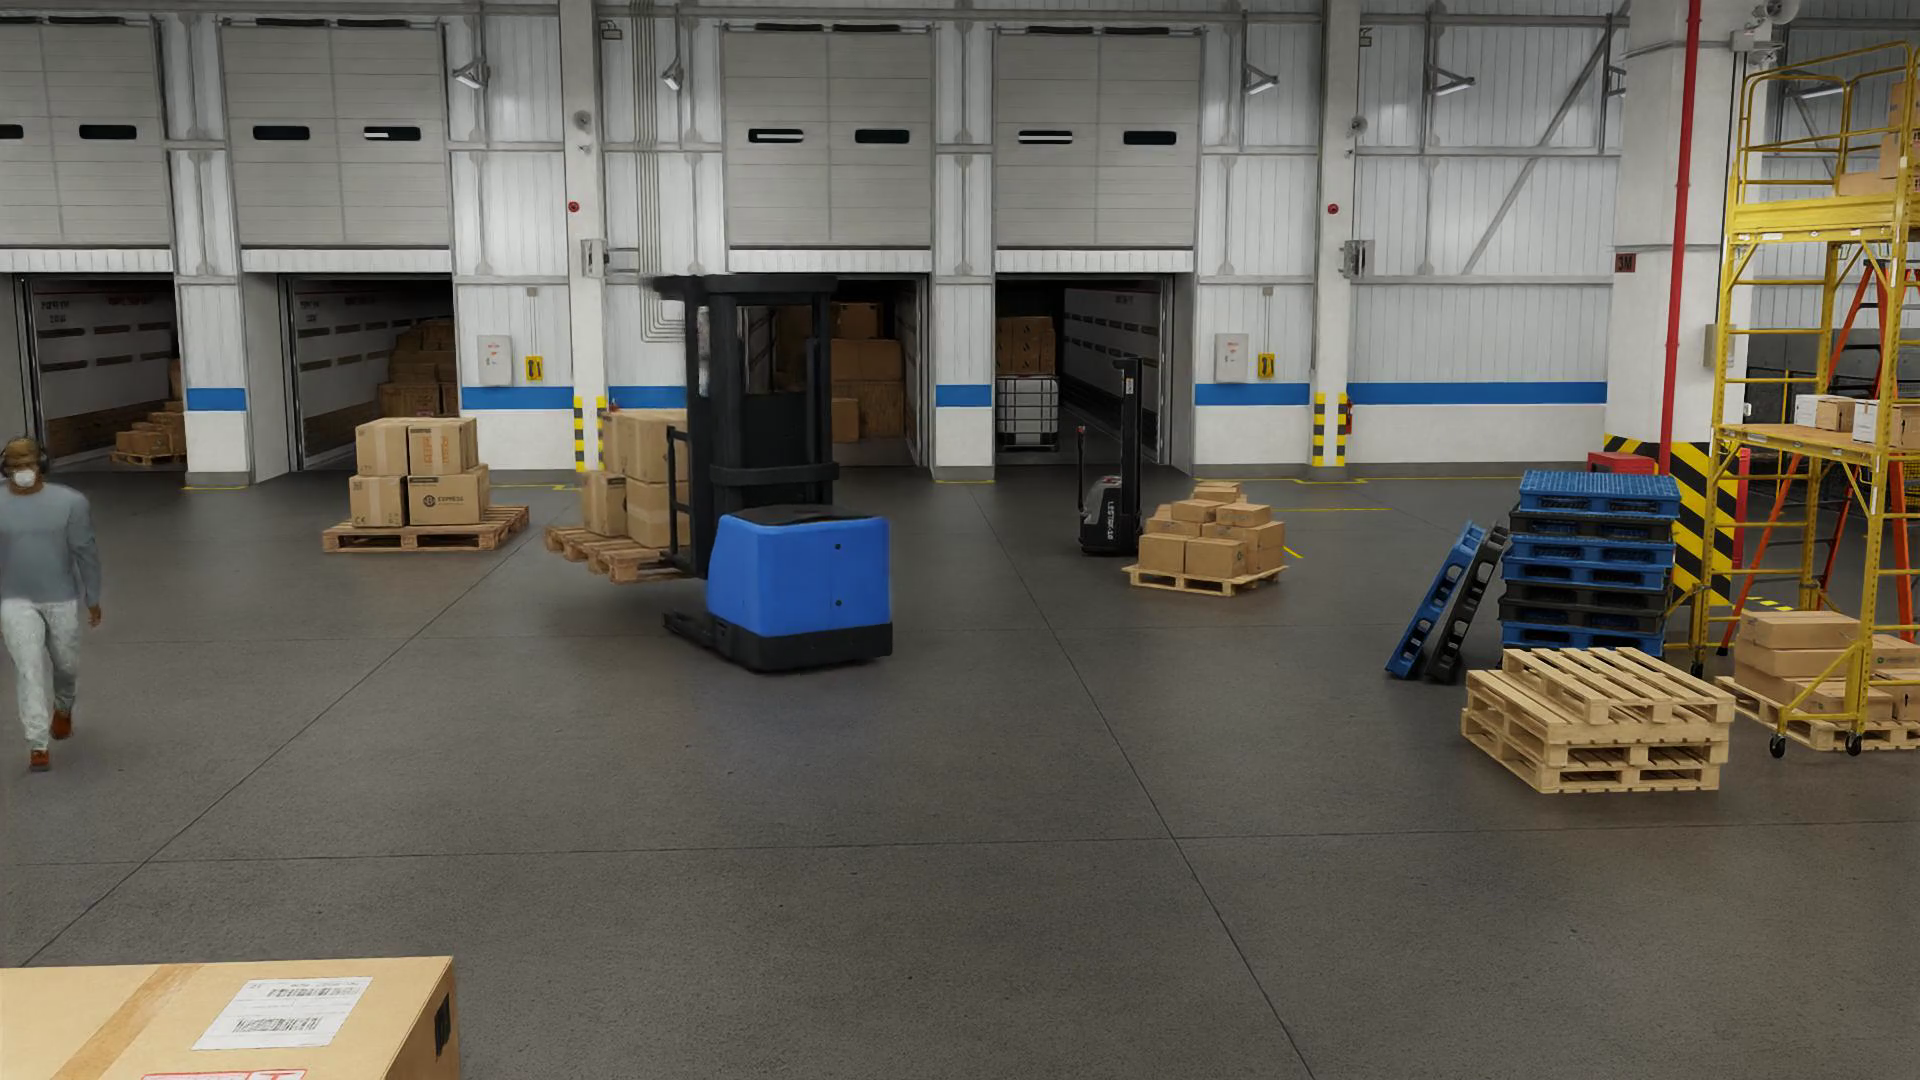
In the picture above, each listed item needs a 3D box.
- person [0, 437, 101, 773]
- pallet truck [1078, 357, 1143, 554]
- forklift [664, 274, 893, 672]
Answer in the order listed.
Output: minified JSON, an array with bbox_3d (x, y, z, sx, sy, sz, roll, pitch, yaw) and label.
[{"bbox_3d":[-5.372,0.331,9.724,0.636,1.914,0.911,-4,10,-26],"label":"person"},{"bbox_3d":[2.088,-0.836,16.757,1.885,1.965,0.823,2,9,13],"label":"pallet truck"},{"bbox_3d":[-1.375,-0.578,12.376,1.129,2.768,1.873,-5,10,-30],"label":"forklift"}]
